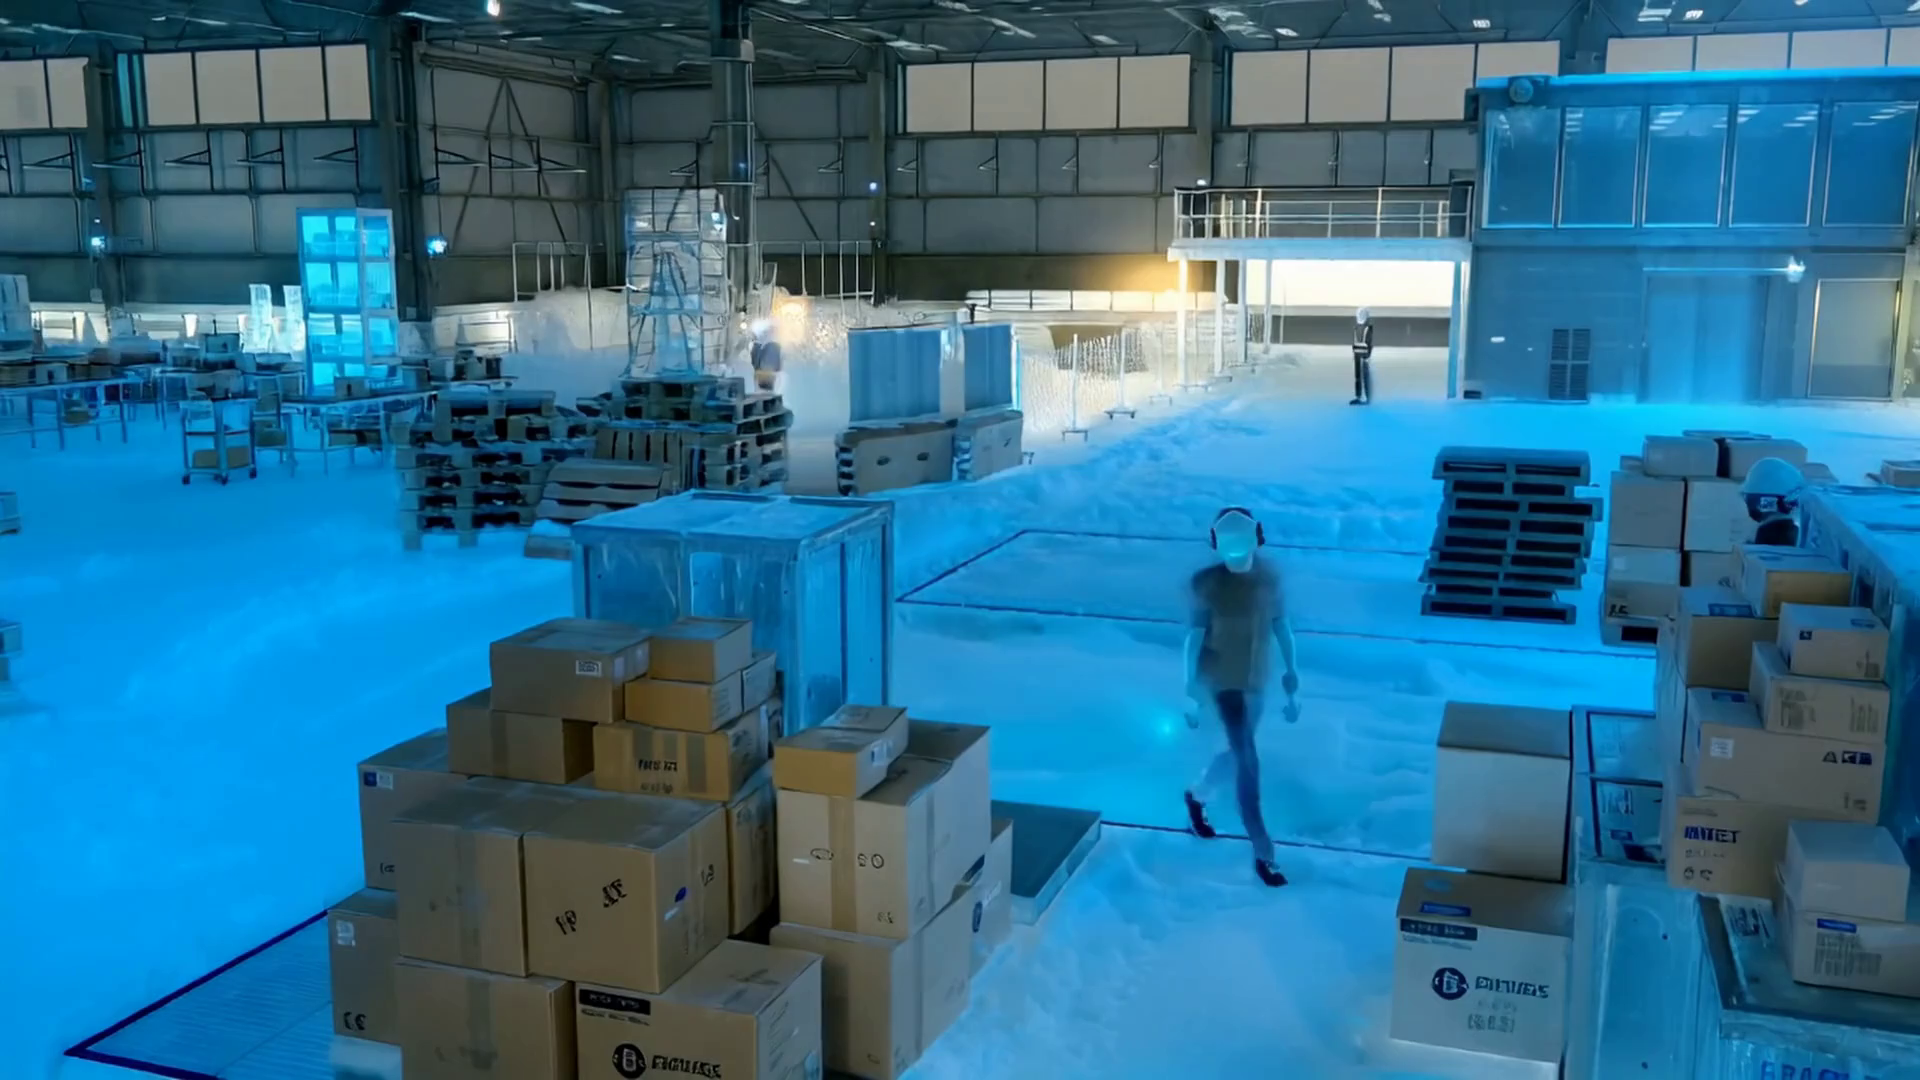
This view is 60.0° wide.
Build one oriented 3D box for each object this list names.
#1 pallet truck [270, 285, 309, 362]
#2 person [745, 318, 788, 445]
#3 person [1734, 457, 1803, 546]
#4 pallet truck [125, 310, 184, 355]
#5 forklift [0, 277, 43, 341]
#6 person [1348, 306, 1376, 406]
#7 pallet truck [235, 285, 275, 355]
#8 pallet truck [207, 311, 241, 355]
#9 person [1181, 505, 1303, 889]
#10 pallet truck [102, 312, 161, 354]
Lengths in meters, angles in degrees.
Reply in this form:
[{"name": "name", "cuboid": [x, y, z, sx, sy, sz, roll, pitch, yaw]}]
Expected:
[{"name": "pallet truck", "cuboid": [-17.147, -5.700, 43.663, 0.823, 1.965, 1.885, 3, 11, 17]}, {"name": "person", "cuboid": [-2.860, -2.202, 23.989, 1.048, 1.986, 0.613, -8, 13, -37]}, {"name": "person", "cuboid": [4.008, 0.579, 8.310, 0.622, 1.992, 0.387, -10, 14, -44]}, {"name": "pallet truck", "cuboid": [-22.038, -5.665, 45.457, 0.704, 1.261, 1.522, 3, 11, 17]}, {"name": "forklift", "cuboid": [-27.151, -6.329, 46.328, 1.157, 1.987, 2.680, 3, 11, 17]}, {"name": "person", "cuboid": [7.619, -3.465, 31.415, 0.358, 1.880, 0.607, -4, 11, -20]}, {"name": "pallet truck", "cuboid": [-18.327, -5.835, 44.421, 0.823, 1.965, 1.885, 4, 11, 23]}, {"name": "pallet truck", "cuboid": [-19.537, -5.575, 44.913, 0.653, 1.274, 1.630, 3, 11, 19]}, {"name": "person", "cuboid": [1.351, 0.696, 8.155, 0.561, 1.815, 0.927, -4, 11, -22]}, {"name": "pallet truck", "cuboid": [-23.057, -5.777, 46.261, 0.680, 1.201, 1.601, 3, 11, 19]}]
